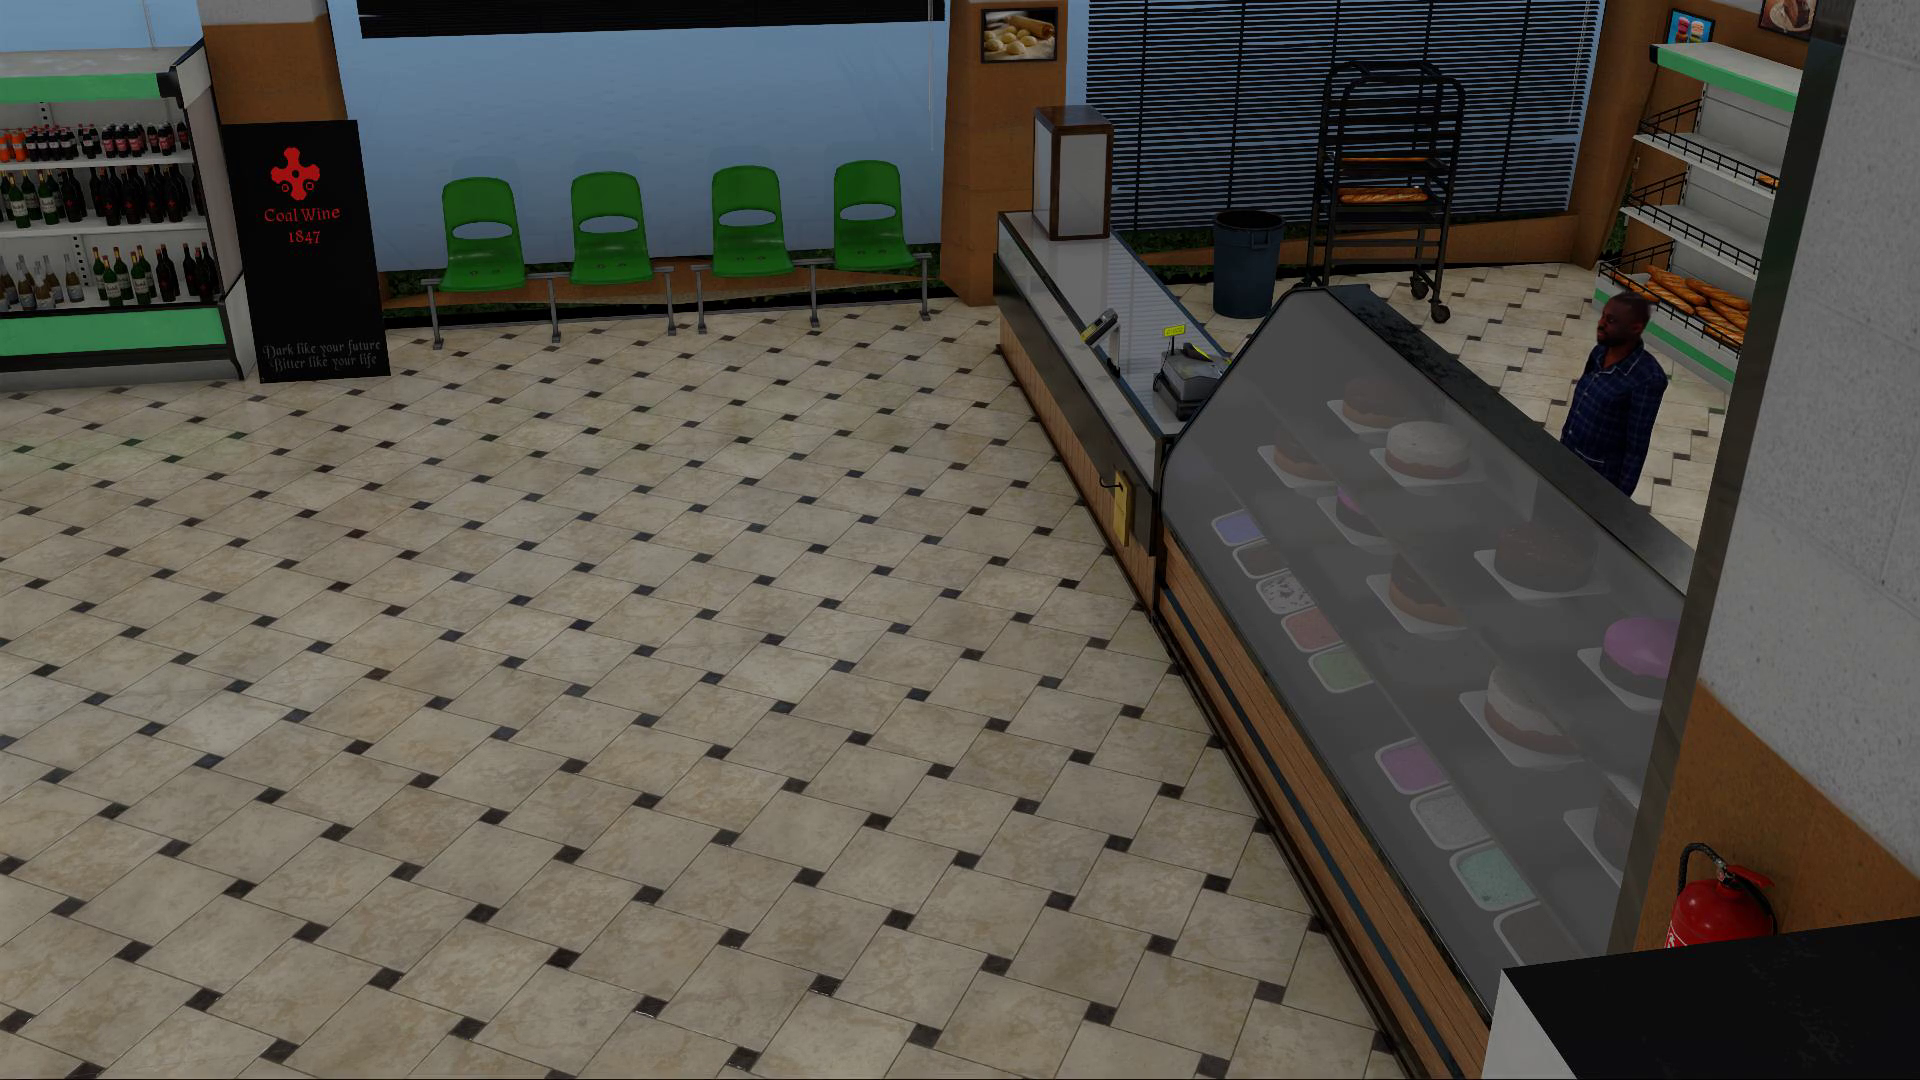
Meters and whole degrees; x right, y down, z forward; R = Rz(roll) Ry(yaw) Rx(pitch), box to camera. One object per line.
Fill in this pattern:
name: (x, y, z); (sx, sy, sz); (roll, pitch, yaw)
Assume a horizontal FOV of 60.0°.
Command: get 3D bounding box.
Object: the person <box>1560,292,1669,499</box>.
person: (2.938, -0.279, 7.678); (0.587, 1.825, 0.653); (-5, 27, -9)
